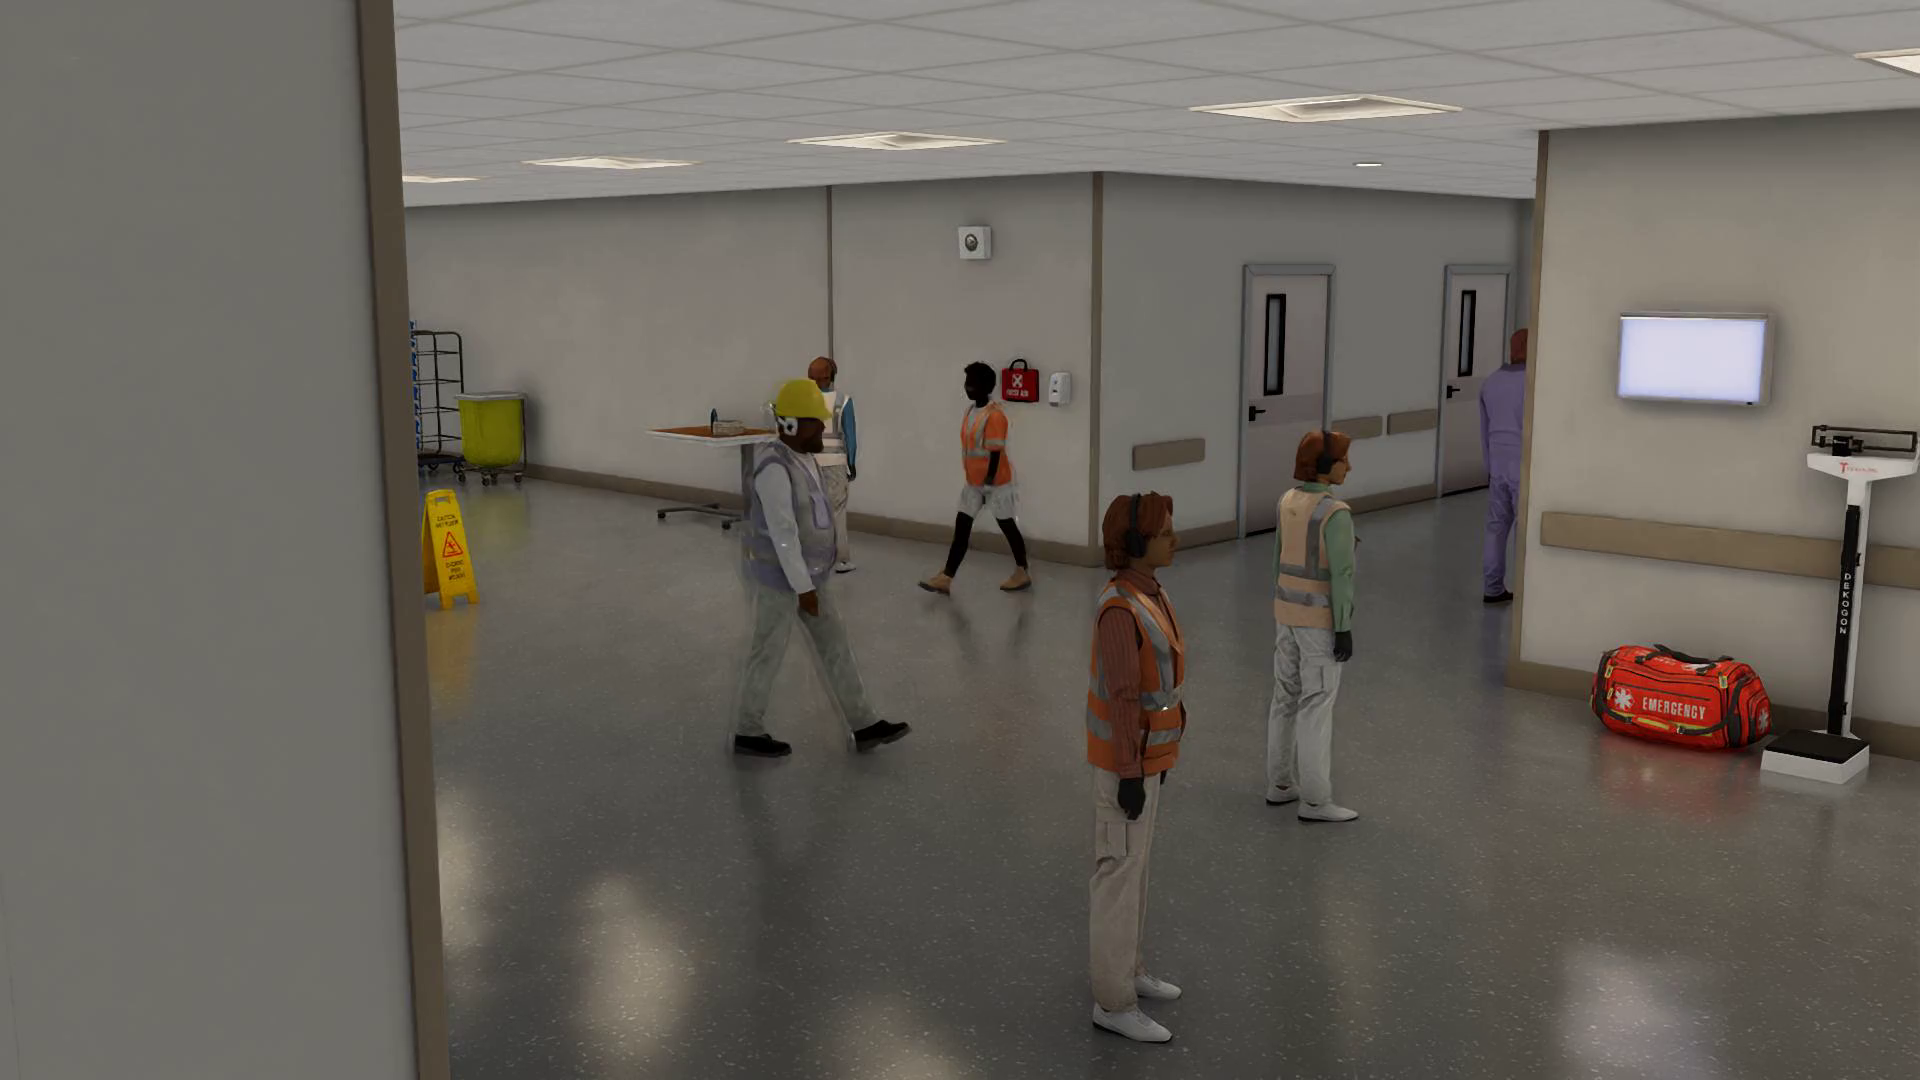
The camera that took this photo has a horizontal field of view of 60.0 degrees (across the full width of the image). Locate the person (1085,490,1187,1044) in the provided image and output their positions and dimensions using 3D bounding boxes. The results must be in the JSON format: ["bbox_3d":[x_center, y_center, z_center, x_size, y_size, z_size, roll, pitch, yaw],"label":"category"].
[{"bbox_3d":[0.528,0.668,5.034,0.308,1.645,0.514,2,10,14],"label":"person"}]

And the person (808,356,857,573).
[{"bbox_3d":[-1.029,-0.560,12.565,0.514,1.642,0.310,1,9,9],"label":"person"}]

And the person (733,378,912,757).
[{"bbox_3d":[-0.671,0.150,7.755,0.912,1.786,0.606,2,10,13],"label":"person"}]

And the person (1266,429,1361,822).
[{"bbox_3d":[1.480,0.354,6.979,0.313,1.636,0.517,-3,10,-19],"label":"person"}]

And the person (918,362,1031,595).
[{"bbox_3d":[0.152,-0.425,11.707,0.885,1.643,0.544,-5,11,-29],"label":"person"}]
